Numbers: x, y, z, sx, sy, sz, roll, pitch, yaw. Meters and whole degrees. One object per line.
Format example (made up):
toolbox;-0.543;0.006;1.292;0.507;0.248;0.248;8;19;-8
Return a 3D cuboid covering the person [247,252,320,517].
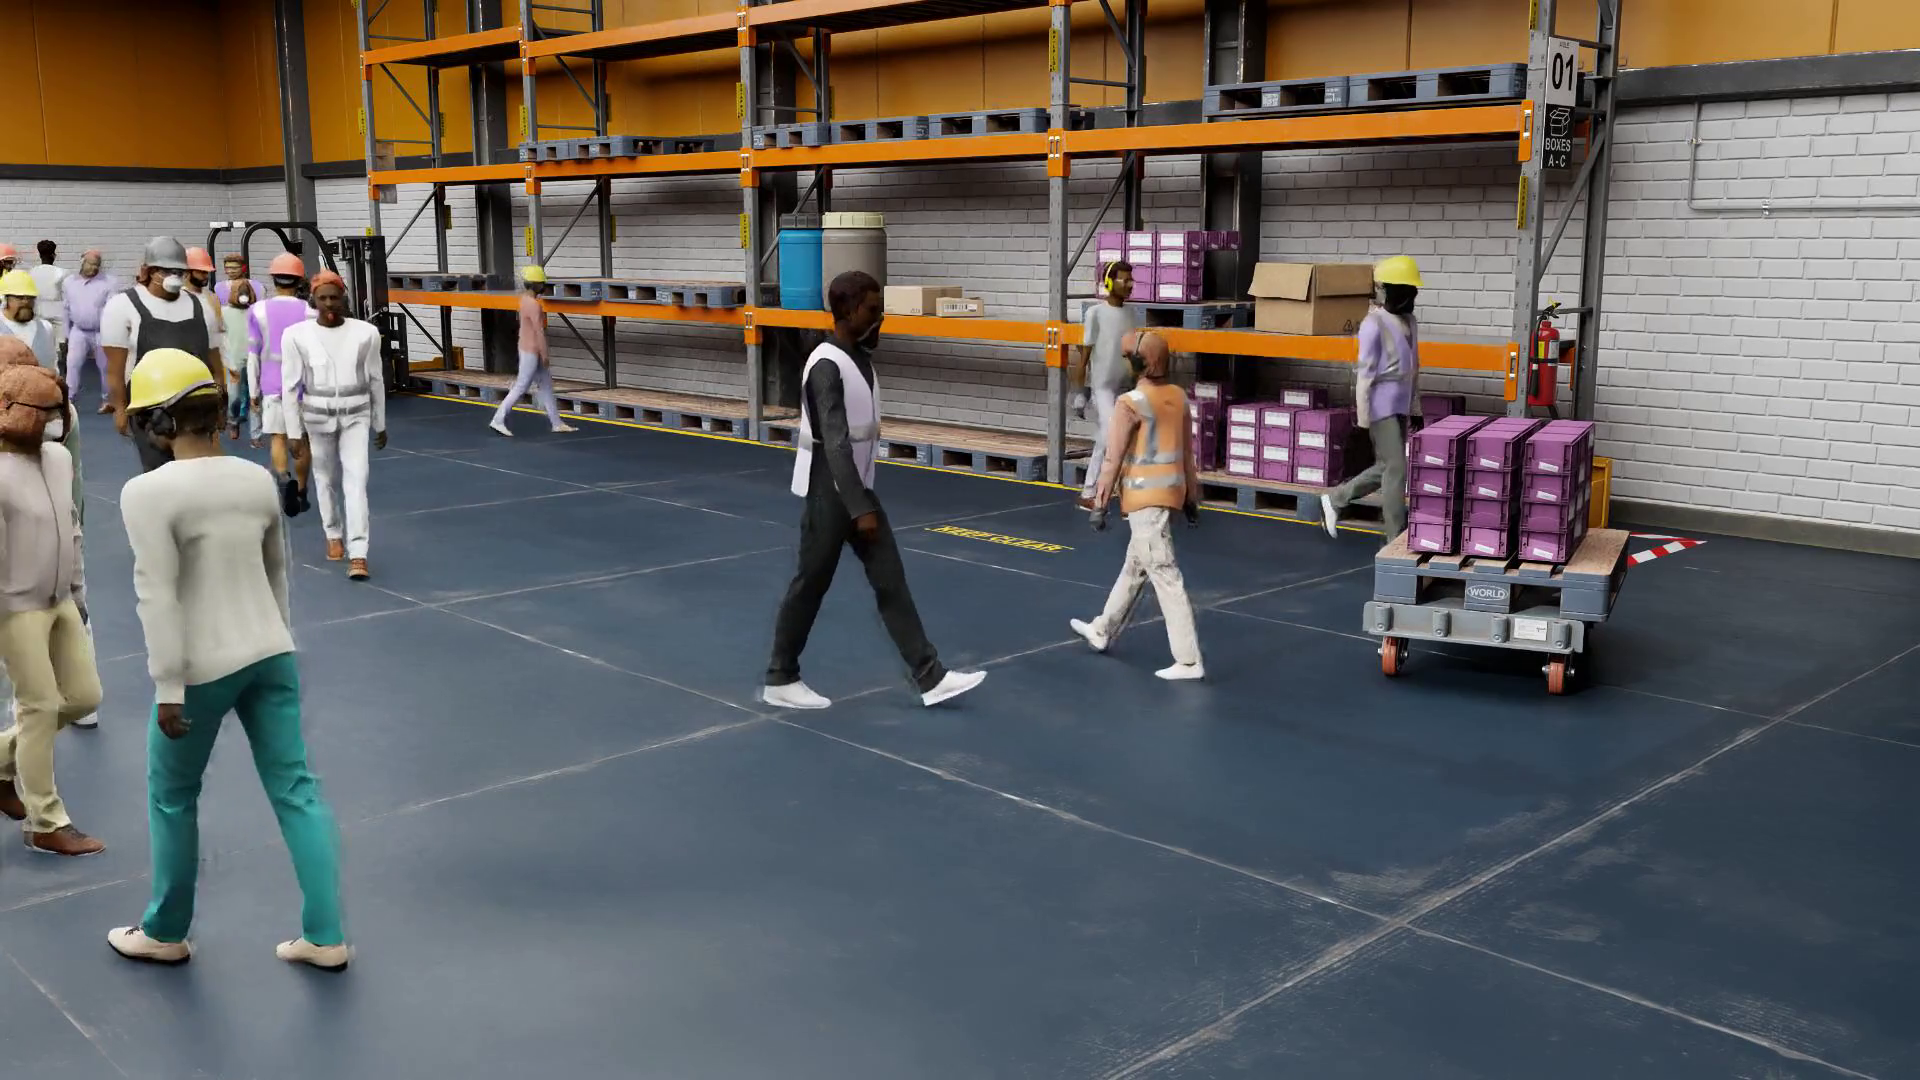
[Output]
person;-4.806;-1.102;11.927;0.553;1.907;0.826;-4;11;-19

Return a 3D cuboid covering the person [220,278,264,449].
person;-6.842;-1.690;15.885;0.503;1.616;0.538;-6;12;-31

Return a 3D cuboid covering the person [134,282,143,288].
person;-8.918;-2.263;18.489;0.566;1.821;0.653;3;11;16

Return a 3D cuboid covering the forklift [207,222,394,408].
forklift;-8.169;-2.758;20.163;2.313;2.155;1.214;-10;14;-44

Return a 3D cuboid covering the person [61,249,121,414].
person;-9.764;-2.306;18.640;0.661;1.863;0.895;-1;10;-8

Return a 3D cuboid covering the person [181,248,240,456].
person;-6.195;-1.444;13.757;0.840;1.905;0.559;3;11;15

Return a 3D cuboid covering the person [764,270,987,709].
person;-0.404;-0.183;7.008;0.974;1.868;0.603;3;11;17

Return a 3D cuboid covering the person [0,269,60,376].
person;-6.406;-0.932;11.299;0.850;1.803;0.586;8;13;36

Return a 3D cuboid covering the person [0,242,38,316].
person;-8.791;-1.789;15.523;0.901;1.964;0.627;4;11;20

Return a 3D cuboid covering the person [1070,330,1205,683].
person;0.824;-0.168;7.683;0.887;1.588;0.537;9;14;40

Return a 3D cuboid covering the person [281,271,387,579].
person;-3.775;-0.711;10.050;0.587;1.820;1.067;-4;11;-21

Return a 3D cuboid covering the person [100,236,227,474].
person;-4.847;-0.864;10.254;0.536;2.000;0.697;9;14;41

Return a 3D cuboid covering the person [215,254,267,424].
person;-7.651;-2.143;17.822;0.575;1.829;0.413;1;10;7

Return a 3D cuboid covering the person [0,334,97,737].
person;-3.711;0.001;6.634;0.310;1.640;0.514;4;11;21

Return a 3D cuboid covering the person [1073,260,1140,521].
person;1.149;-1.059;11.877;0.548;1.837;0.928;-9;13;-39

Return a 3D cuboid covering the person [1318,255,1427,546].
person;2.644;-0.843;10.531;0.776;1.902;0.605;8;13;37

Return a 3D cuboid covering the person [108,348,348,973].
person;-2.053;0.344;4.555;0.783;1.711;0.543;5;11;24

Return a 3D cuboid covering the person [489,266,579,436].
person;-4.368;-1.913;16.836;0.896;1.722;0.536;-4;11;-23

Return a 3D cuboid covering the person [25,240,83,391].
person;-11.726;-2.889;21.497;0.603;1.966;0.367;-2;10;-8

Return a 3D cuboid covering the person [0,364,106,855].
person;-3.069;0.232;5.421;0.443;1.616;0.528;1;10;4

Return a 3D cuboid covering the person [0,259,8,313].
person;-8.193;-1.497;14.197;0.530;1.862;0.313;-10;14;-42
